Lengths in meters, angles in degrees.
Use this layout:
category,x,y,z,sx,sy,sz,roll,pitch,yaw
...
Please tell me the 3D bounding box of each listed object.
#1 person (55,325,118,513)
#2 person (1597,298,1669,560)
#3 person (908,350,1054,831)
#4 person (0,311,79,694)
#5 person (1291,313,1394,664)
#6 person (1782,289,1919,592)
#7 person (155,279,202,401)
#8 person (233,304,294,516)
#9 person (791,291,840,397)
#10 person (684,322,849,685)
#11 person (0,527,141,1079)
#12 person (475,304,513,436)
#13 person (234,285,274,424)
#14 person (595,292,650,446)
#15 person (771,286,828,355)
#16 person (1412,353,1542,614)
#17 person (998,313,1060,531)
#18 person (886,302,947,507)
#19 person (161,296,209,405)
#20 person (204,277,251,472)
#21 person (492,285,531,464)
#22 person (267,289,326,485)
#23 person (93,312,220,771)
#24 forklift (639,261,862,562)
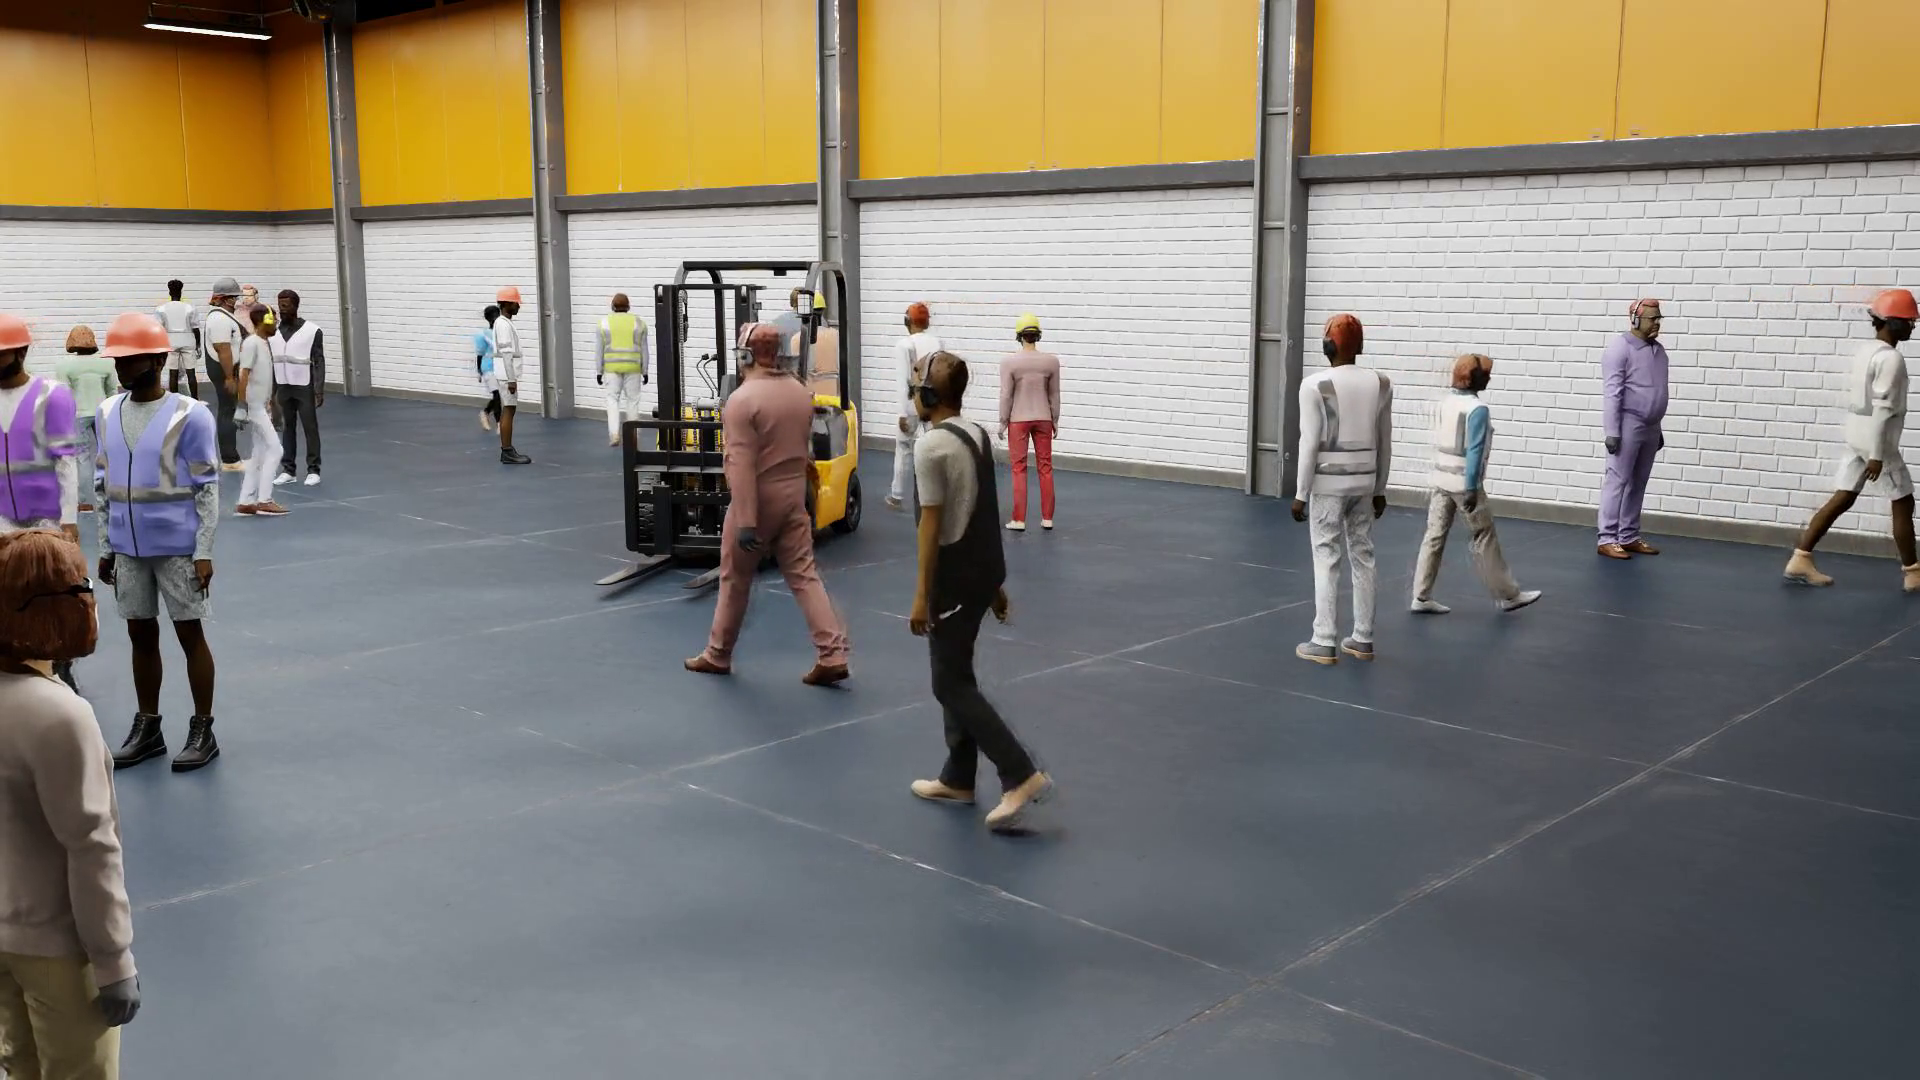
category,x,y,z,sx,sy,sz,roll,pitch,yaw
person,-7.590,-1.050,14.496,0.264,1.632,0.507,8,12,41
person,4.982,-0.816,12.230,0.651,1.906,0.401,-6,11,-35
person,0.084,0.185,6.396,0.651,1.817,0.541,4,10,26
person,-4.520,-0.140,8.053,0.560,1.923,0.413,1,9,3
person,2.055,-0.273,8.960,0.584,1.883,0.337,-4,10,-21
person,6.003,-0.646,10.942,1.038,1.996,0.626,1,9,9
person,-11.560,-2.871,24.643,0.604,1.966,0.367,-4,10,-21
person,-6.003,-1.112,14.307,0.552,1.814,0.611,-3,10,-17
person,-1.284,-1.252,14.836,0.365,1.927,0.587,9,13,42
person,-0.973,-0.179,8.498,1.014,1.861,0.651,6,11,35
person,-1.767,0.783,3.256,0.507,1.632,0.274,7,12,37
person,-5.985,-2.176,21.270,0.727,1.673,0.523,6,11,33
person,-9.677,-2.536,22.785,0.651,1.902,0.403,-4,10,-24
person,-4.048,-2.046,19.978,0.636,1.842,0.429,-2,9,-12
person,-1.702,-1.737,17.780,0.633,1.936,0.355,1,9,6
person,3.158,-0.332,10.163,0.823,1.595,0.545,-2,9,-10
person,0.554,-0.952,13.494,0.533,1.765,0.329,-3,10,-18
person,-0.324,-1.147,14.517,0.581,1.844,0.948,-7,12,-37
person,-12.162,-2.941,25.836,0.819,1.713,0.488,-1,9,-4
person,-7.651,-1.748,17.528,0.536,2.000,0.688,-4,10,-24
person,-4.898,-1.794,18.127,0.353,1.939,0.544,-3,10,-18
person,-6.529,-1.496,16.369,0.590,1.917,0.398,1,9,8
person,-3.402,0.016,7.025,0.542,1.939,0.362,1,9,9
forklift,-1.552,-1.040,12.721,1.214,2.155,2.313,2,9,11
